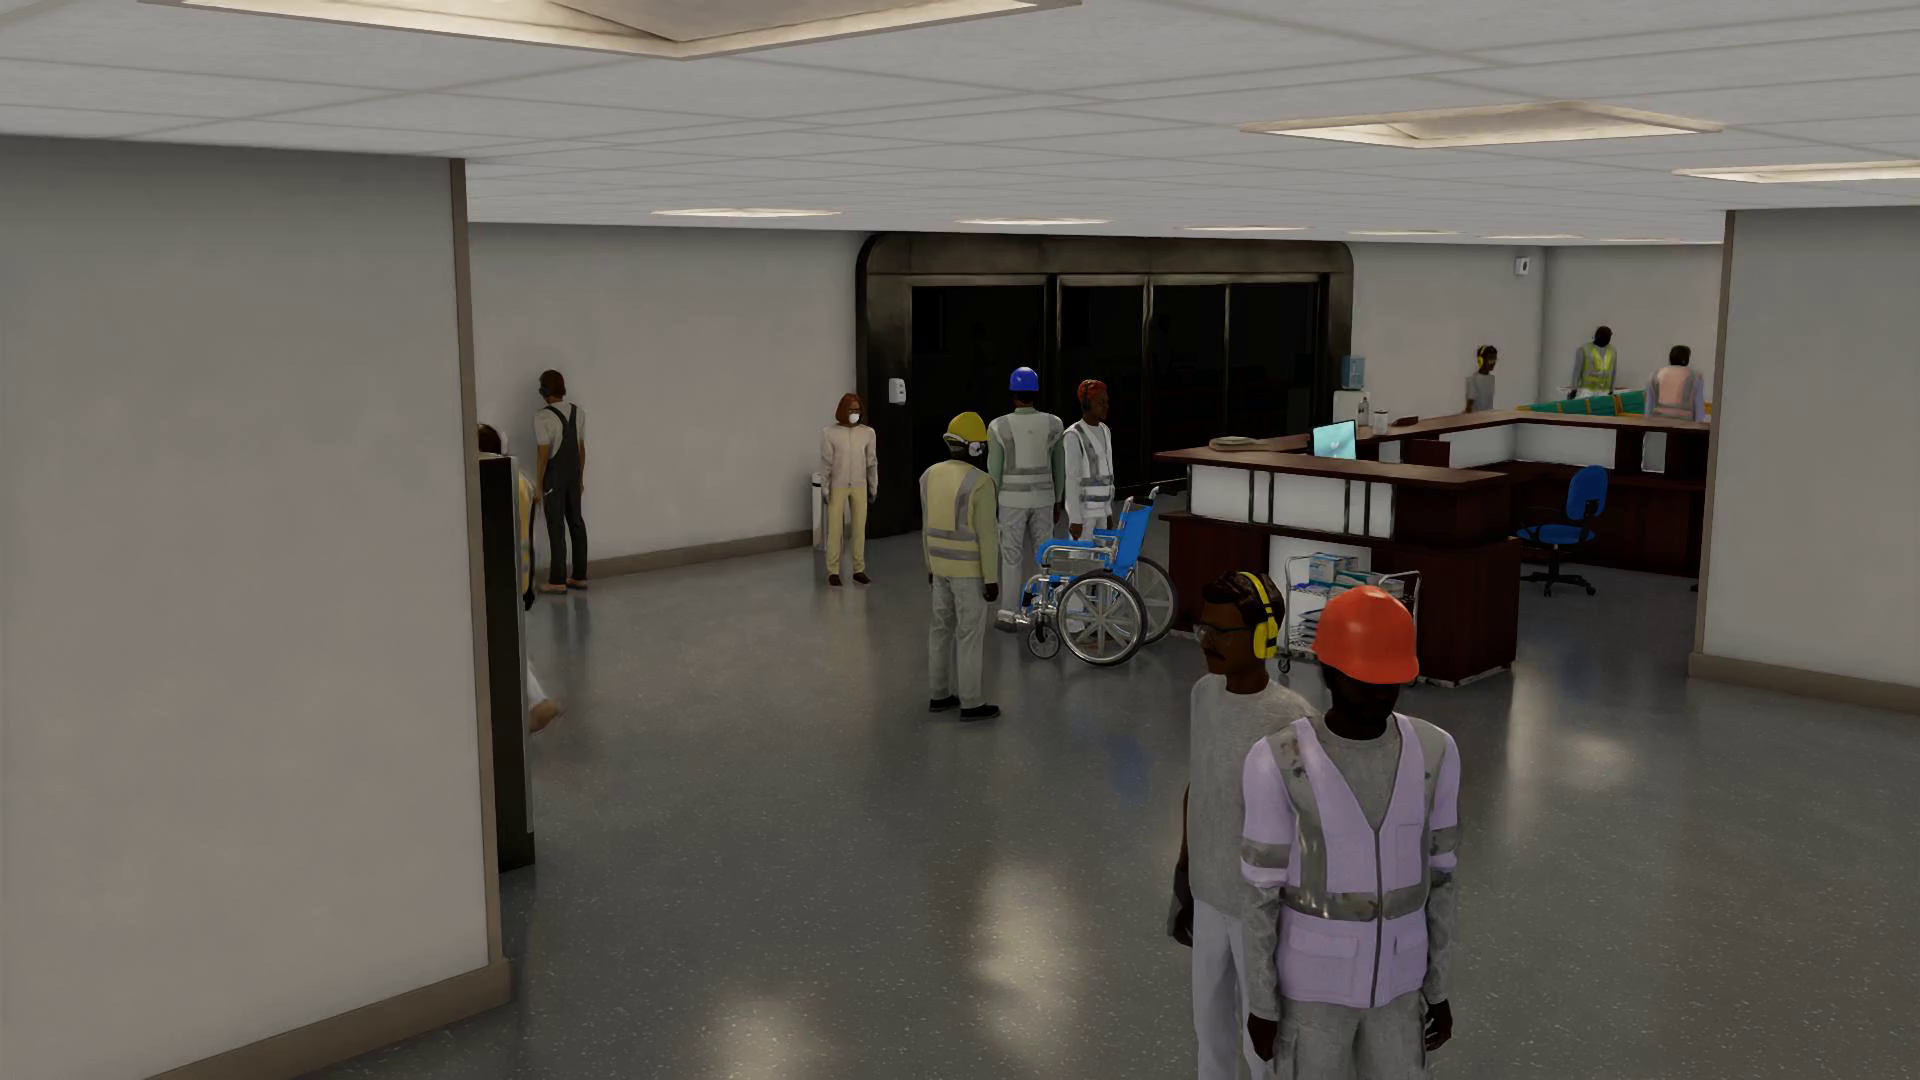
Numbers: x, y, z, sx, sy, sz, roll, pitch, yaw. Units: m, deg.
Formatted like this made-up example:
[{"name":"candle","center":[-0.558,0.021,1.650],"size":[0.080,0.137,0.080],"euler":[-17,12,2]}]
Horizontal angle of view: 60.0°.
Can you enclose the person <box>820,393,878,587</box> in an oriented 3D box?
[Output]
[{"name":"person","center":[-0.930,-0.422,13.976],"size":[0.505,1.628,0.286],"euler":[-4,10,-23]}]

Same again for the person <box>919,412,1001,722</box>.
[{"name":"person","center":[0.018,0.156,9.831],"size":[0.403,1.824,0.596],"euler":[-8,12,-42]}]

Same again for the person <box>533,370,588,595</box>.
[{"name":"person","center":[-3.280,-0.472,13.612],"size":[0.344,1.839,0.504],"euler":[6,11,34]}]

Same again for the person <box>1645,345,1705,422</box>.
[{"name":"person","center":[7.942,-1.264,18.551],"size":[0.635,1.819,0.605],"euler":[8,12,42]}]

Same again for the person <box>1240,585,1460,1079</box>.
[{"name":"person","center":[0.944,1.053,4.013],"size":[0.539,1.929,0.384],"euler":[-2,9,-11]}]

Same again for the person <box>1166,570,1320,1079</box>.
[{"name":"person","center":[0.744,0.999,4.505],"size":[0.322,1.871,0.531],"euler":[-6,11,-33]}]

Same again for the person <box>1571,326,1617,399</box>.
[{"name":"person","center":[9.339,-2.232,24.507],"size":[0.673,1.820,0.502],"euler":[-2,9,-9]}]

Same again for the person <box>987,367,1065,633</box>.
[{"name":"person","center":[0.476,-0.289,12.161],"size":[0.604,1.949,0.384],"euler":[-3,10,-17]}]

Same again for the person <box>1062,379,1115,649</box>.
[{"name":"person","center":[0.921,-0.189,11.747],"size":[0.347,1.882,0.584],"euler":[5,11,28]}]

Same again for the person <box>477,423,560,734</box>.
[{"name":"person","center":[-2.563,0.272,9.099],"size":[0.451,1.827,0.634],"euler":[3,10,15]}]
